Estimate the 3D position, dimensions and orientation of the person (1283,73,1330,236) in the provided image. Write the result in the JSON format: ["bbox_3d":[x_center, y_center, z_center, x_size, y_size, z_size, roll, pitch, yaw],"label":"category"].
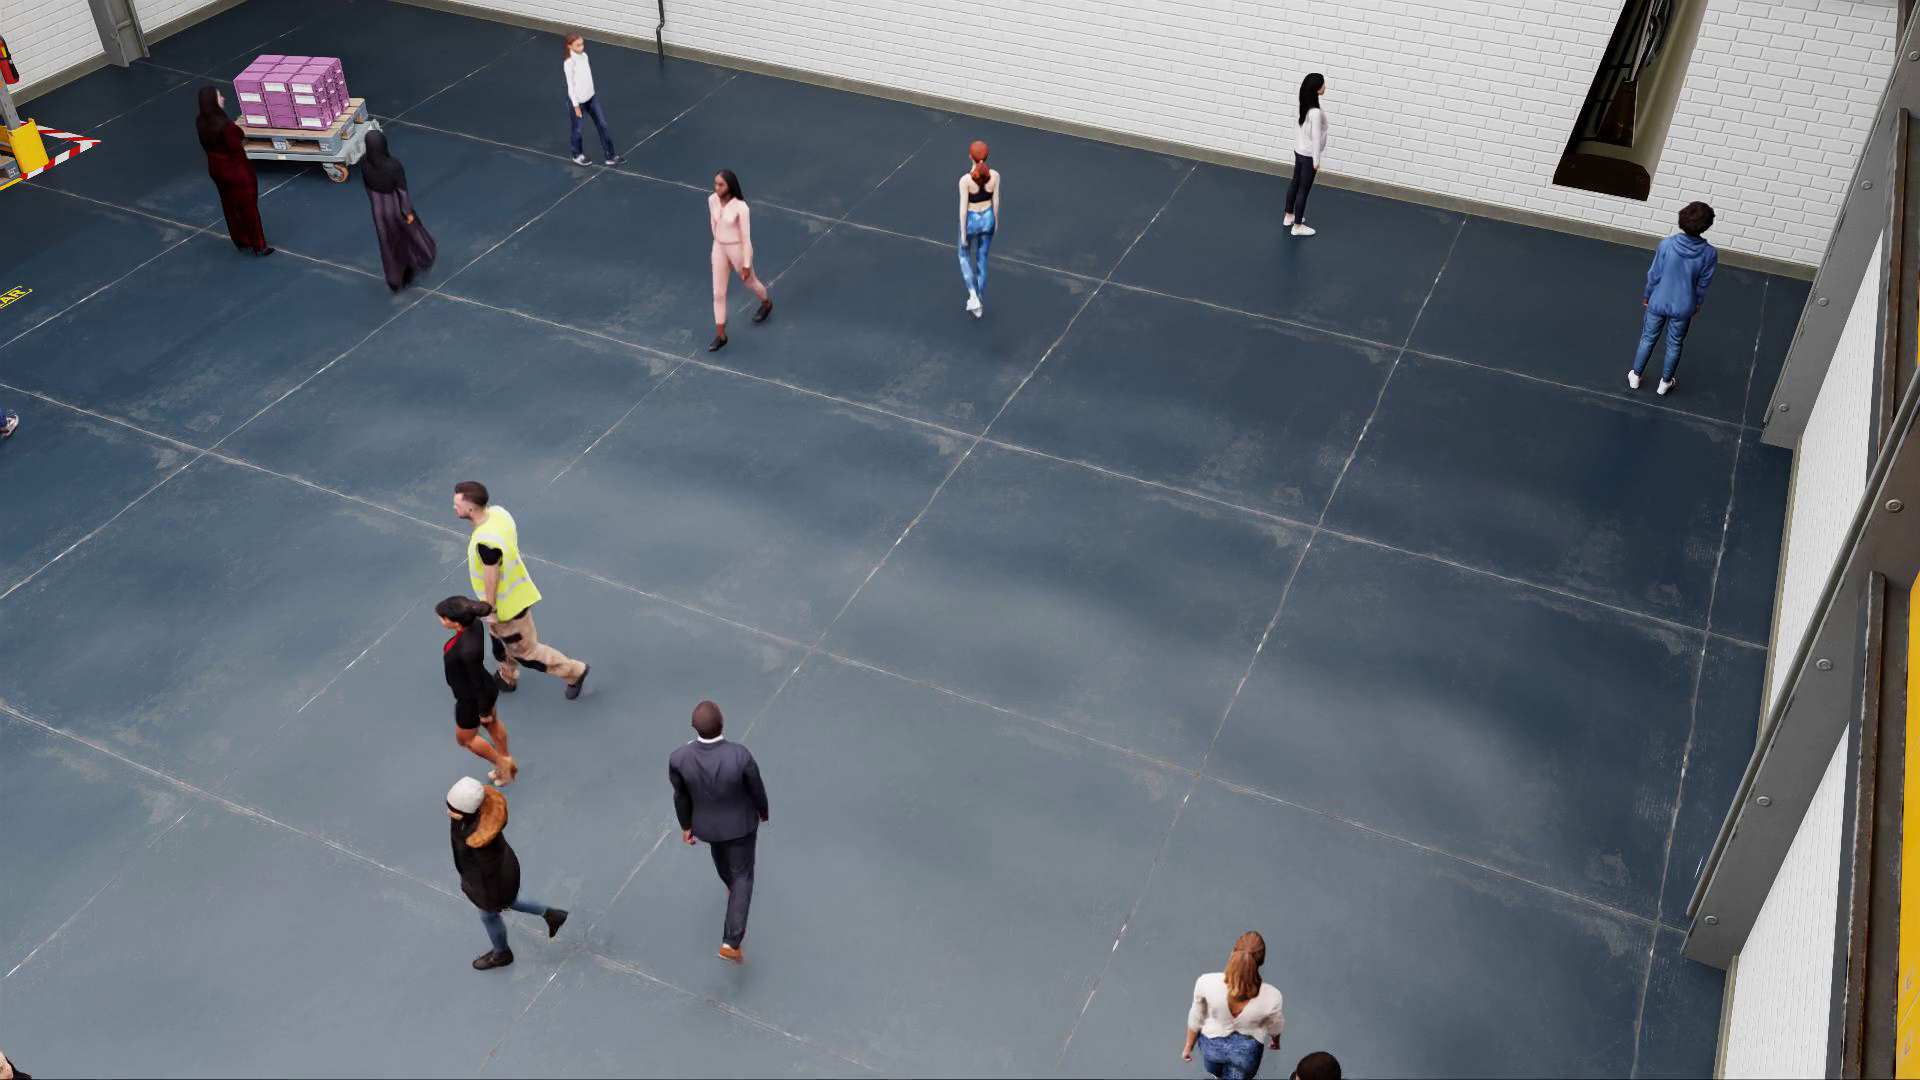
[{"bbox_3d":[3.525,-3.943,16.935,0.771,1.700,0.683,-7,39,-9],"label":"person"}]

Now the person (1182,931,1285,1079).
[{"bbox_3d":[1.383,2.715,8.617,0.710,1.675,1.119,12,40,14],"label":"person"}]

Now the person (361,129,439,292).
[{"bbox_3d":[-5.523,-3.166,16.036,0.827,1.606,1.125,5,39,6],"label":"person"}]

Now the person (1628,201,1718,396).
[{"bbox_3d":[6.245,-2.114,14.556,0.677,1.811,0.570,19,42,22],"label":"person"}]

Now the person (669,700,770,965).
[{"bbox_3d":[-1.387,1.711,9.776,0.881,1.798,1.220,6,39,7],"label":"person"}]

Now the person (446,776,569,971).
[{"bbox_3d":[-2.656,1.919,9.658,0.970,1.620,0.925,-9,39,-11],"label":"person"}]

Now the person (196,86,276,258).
[{"bbox_3d":[-7.251,-3.656,16.529,0.664,1.757,0.608,19,42,22],"label":"person"}]

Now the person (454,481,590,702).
[{"bbox_3d":[-3.057,0.381,11.423,1.132,1.821,1.166,-7,39,-8],"label":"person"}]

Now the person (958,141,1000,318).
[{"bbox_3d":[0.197,-2.851,15.508,0.748,1.775,0.813,-11,40,-13],"label":"person"}]

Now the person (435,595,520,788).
[{"bbox_3d":[-3.049,1.011,10.788,0.780,1.630,0.705,-5,39,-6],"label":"person"}]

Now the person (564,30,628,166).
[{"bbox_3d":[-4.194,-4.829,18.178,0.692,1.532,0.854,22,43,25],"label":"person"}]

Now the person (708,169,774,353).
[{"bbox_3d":[-2.021,-2.631,15.308,0.712,1.678,1.175,21,43,24],"label":"person"}]
